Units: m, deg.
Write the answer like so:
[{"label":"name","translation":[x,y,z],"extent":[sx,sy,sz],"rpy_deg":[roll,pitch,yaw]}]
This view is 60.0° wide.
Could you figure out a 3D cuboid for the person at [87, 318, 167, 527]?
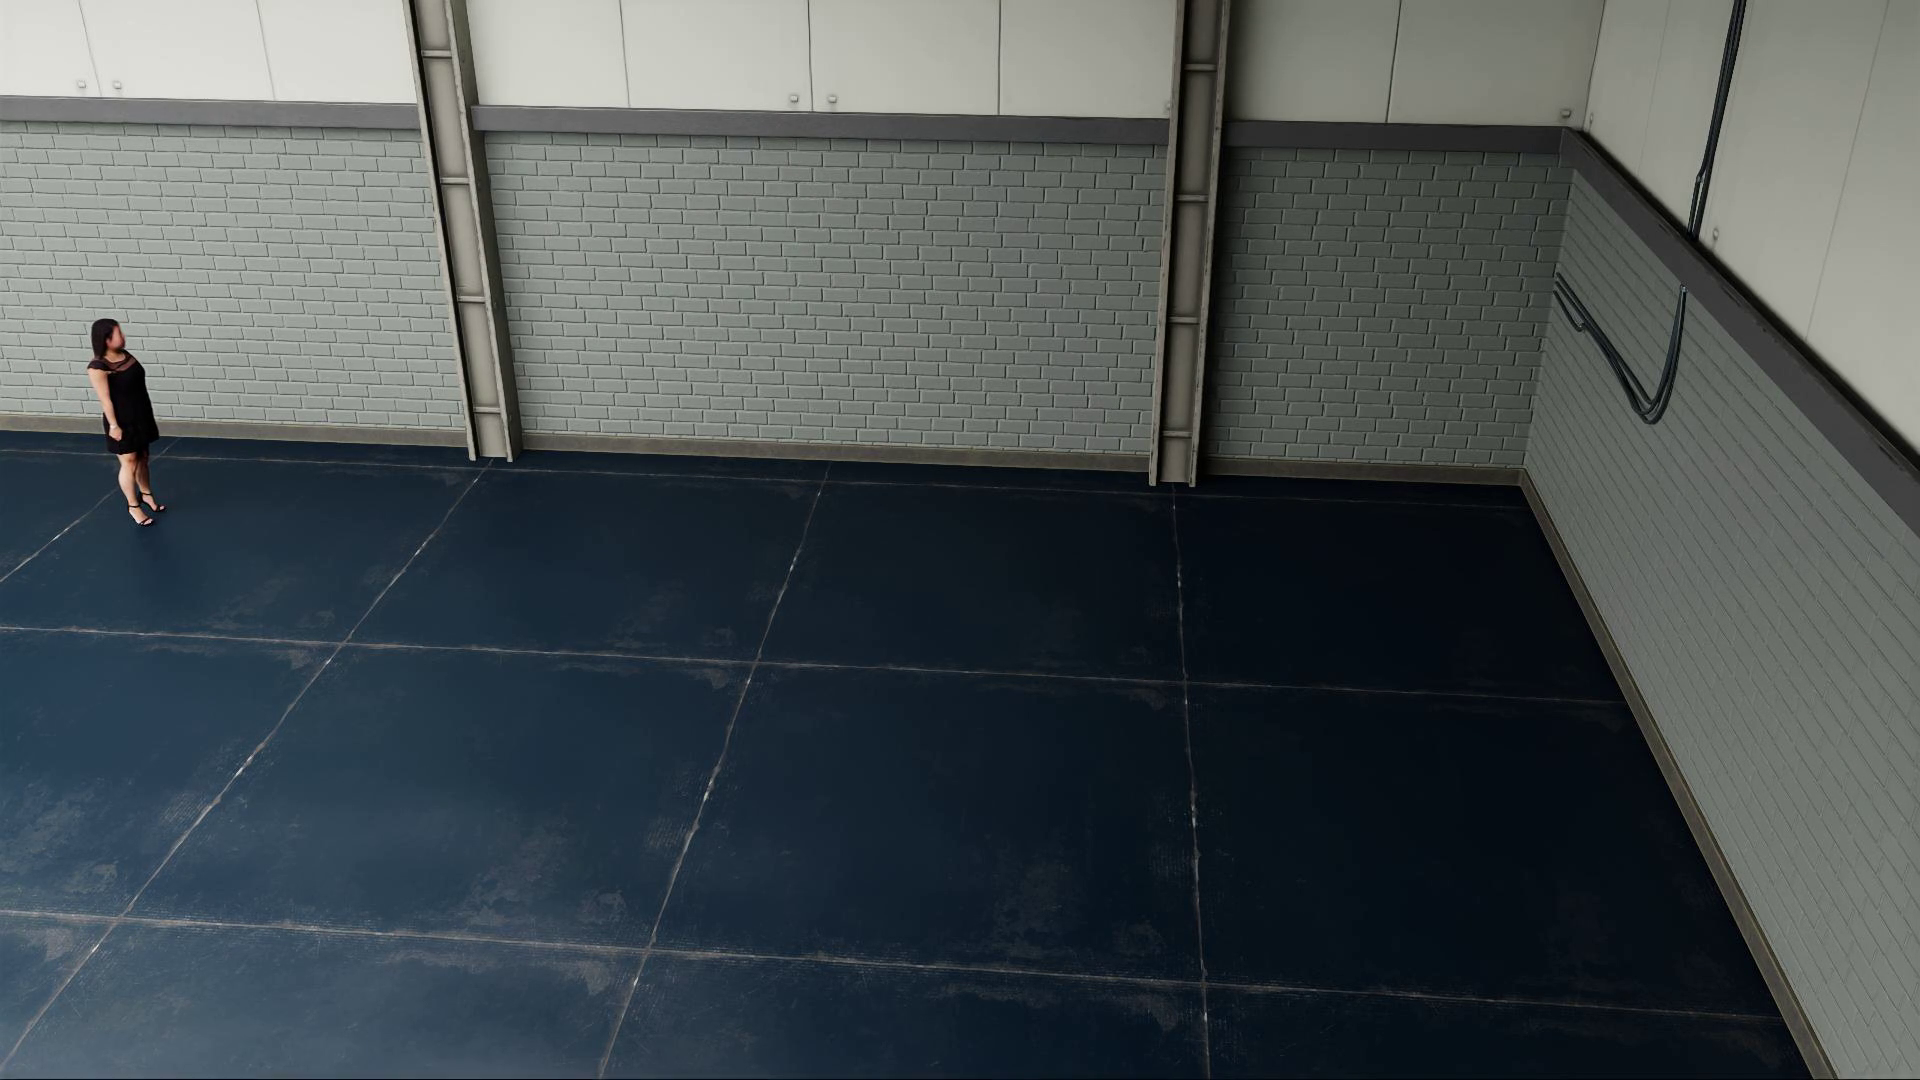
[{"label":"person","translation":[-6.688,-0.957,13.339],"extent":[0.593,1.720,0.662],"rpy_deg":[1,27,2]}]
